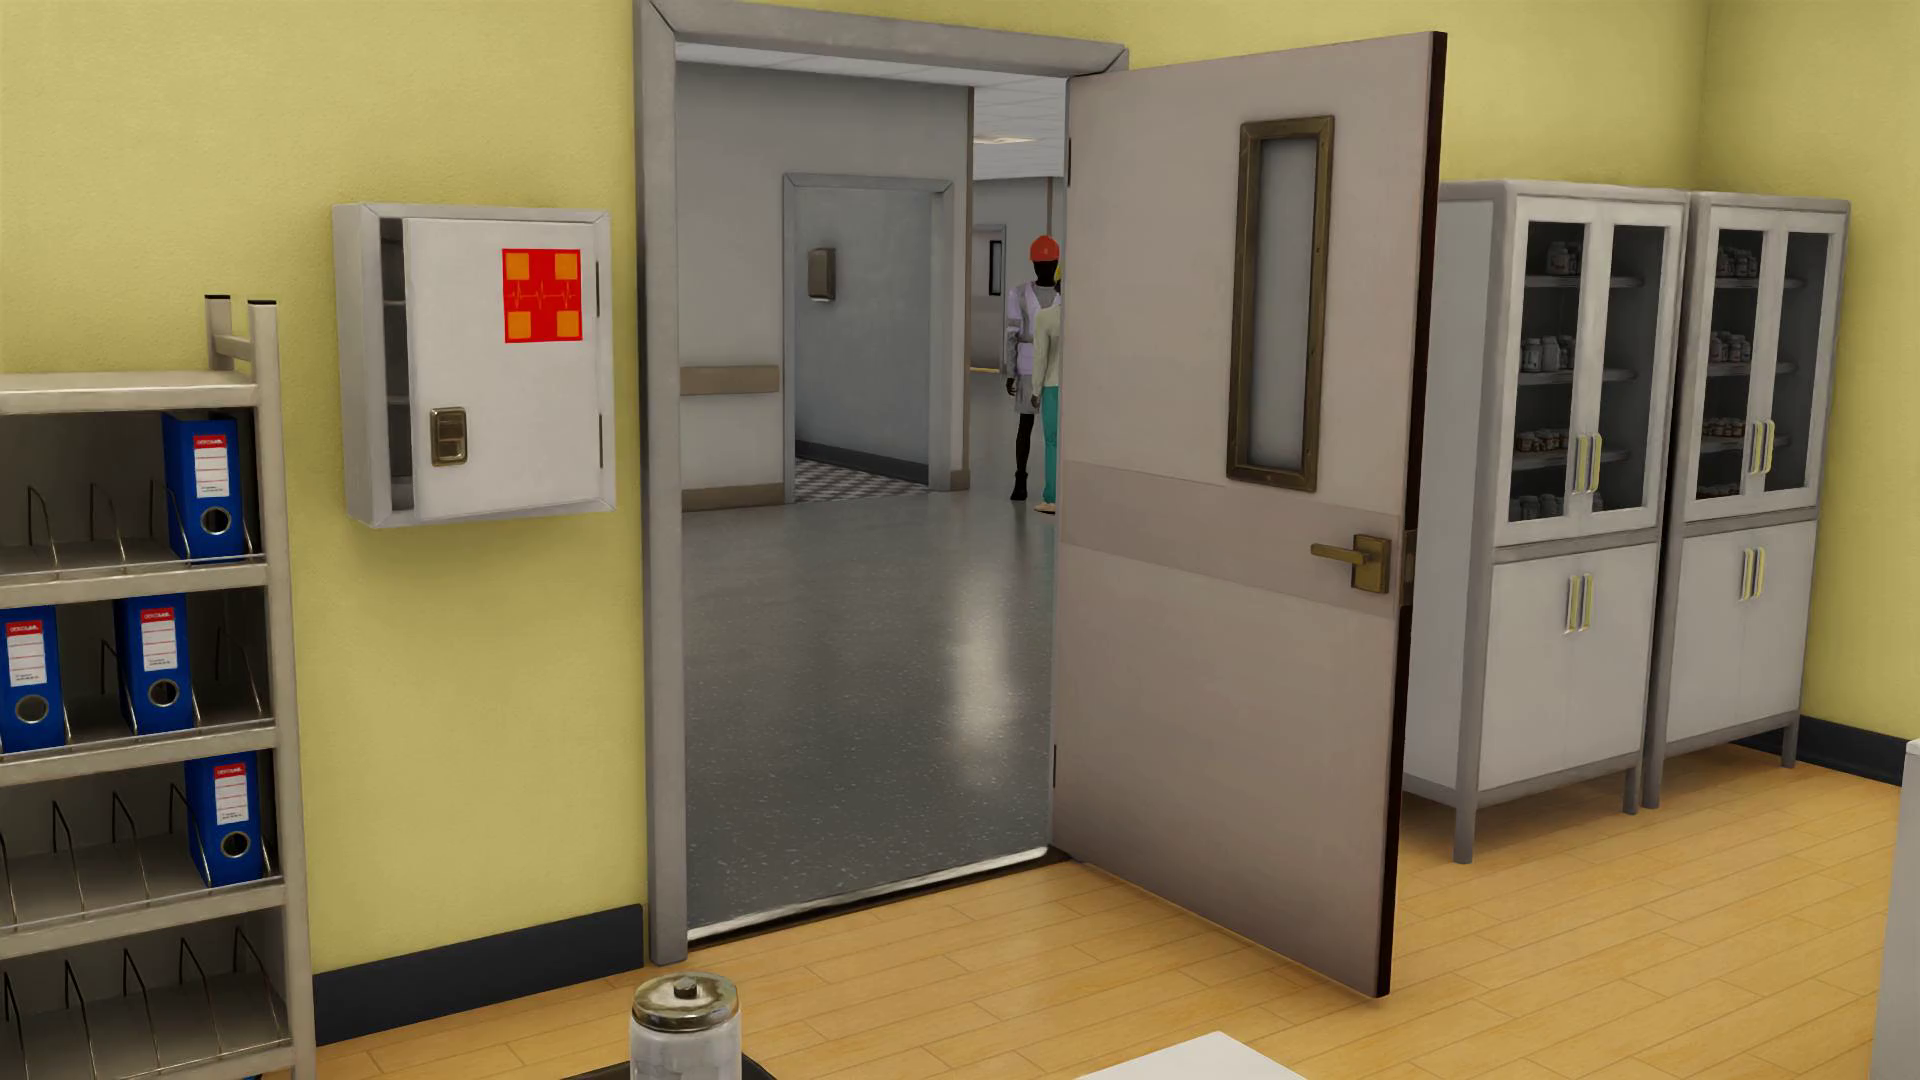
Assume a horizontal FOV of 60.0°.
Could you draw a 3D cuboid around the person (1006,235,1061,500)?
[{"bbox_3d":[0.609,-1.242,12.147,0.551,1.935,0.371,1,10,0],"label":"person"}]
